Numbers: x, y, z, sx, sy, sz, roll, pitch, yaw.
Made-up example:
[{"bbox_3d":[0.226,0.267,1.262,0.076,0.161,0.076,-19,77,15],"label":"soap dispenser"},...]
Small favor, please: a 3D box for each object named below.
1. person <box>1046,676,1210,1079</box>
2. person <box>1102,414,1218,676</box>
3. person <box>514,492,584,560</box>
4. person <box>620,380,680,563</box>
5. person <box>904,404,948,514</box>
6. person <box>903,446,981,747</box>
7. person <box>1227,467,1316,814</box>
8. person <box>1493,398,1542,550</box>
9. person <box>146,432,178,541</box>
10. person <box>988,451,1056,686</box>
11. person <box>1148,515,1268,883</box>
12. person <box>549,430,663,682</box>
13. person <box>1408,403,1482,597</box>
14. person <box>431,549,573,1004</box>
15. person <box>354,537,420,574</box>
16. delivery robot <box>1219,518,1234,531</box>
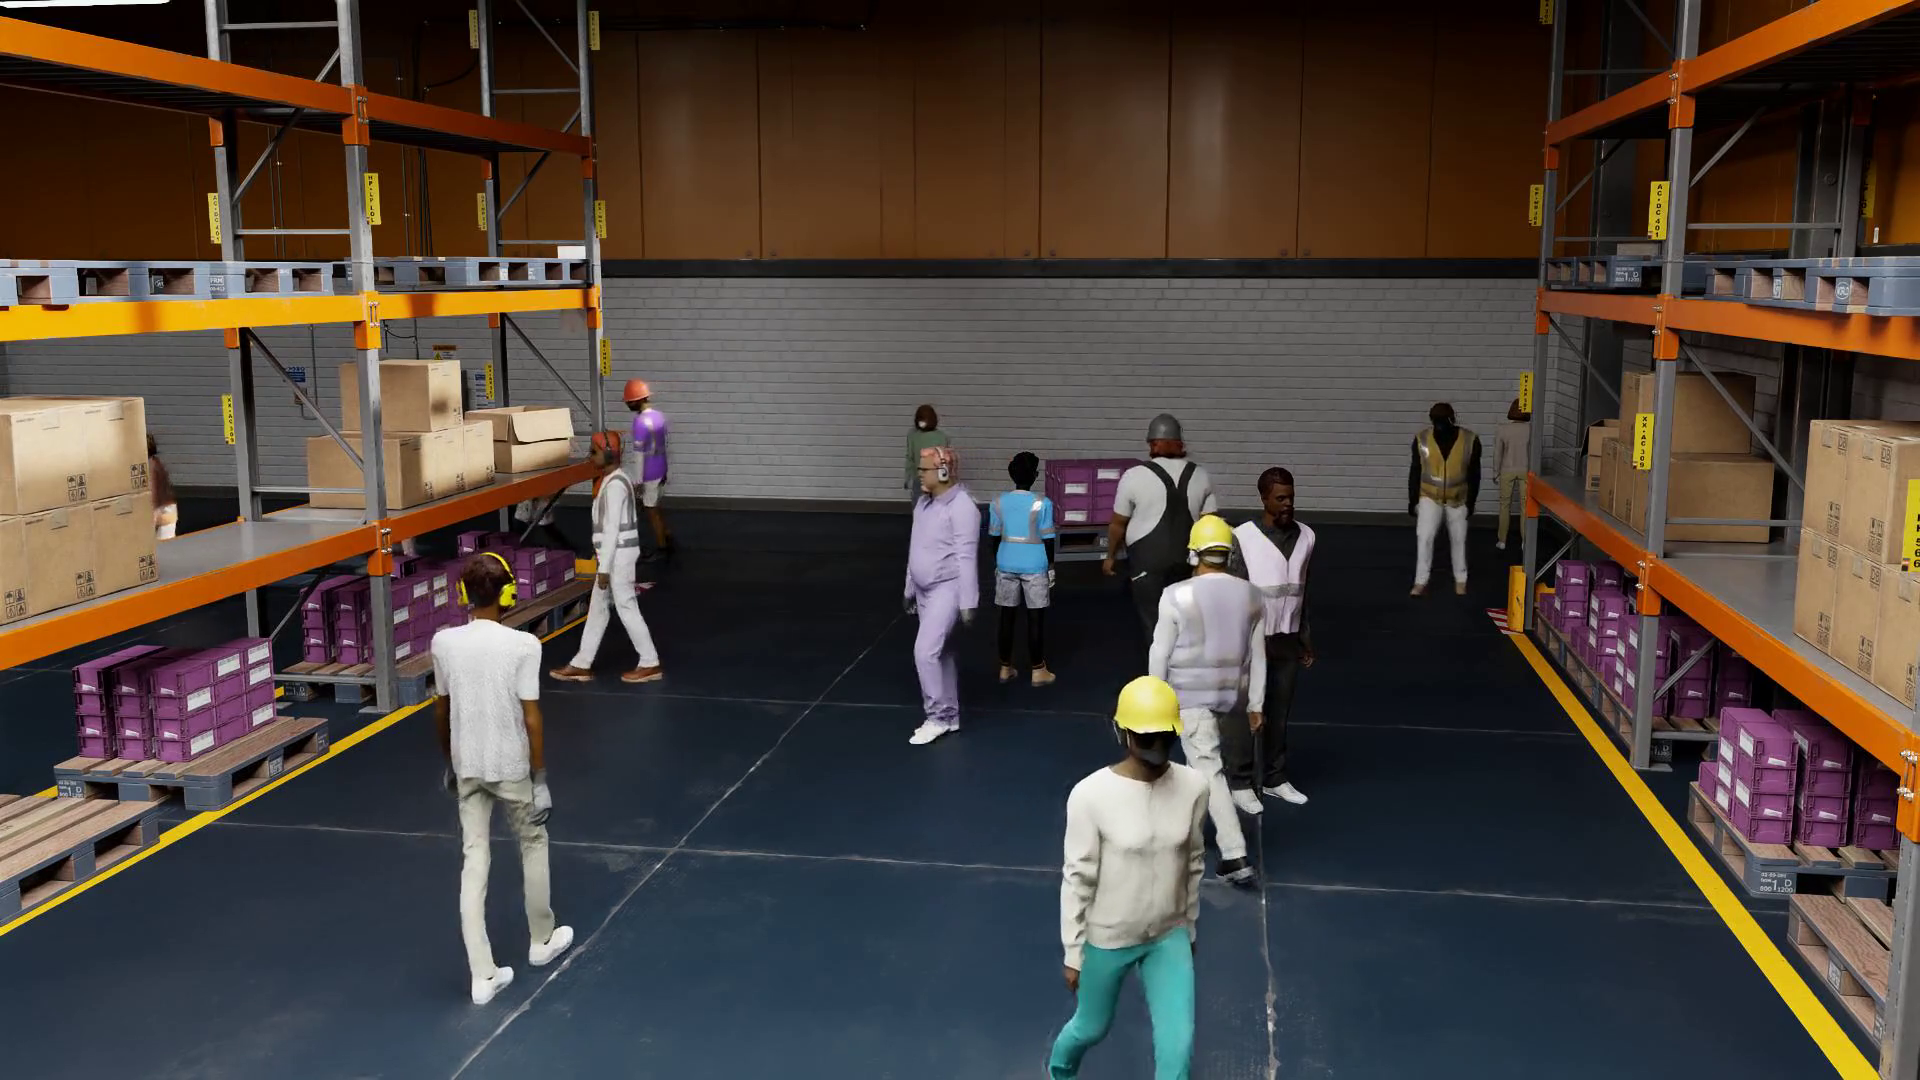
[{"bbox_3d":[0.536,1.254,5.471,0.535,1.731,0.867,-4,10,-21],"label":"person"},{"bbox_3d":[1.369,0.098,11.643,0.702,2.000,0.910,-3,10,-18],"label":"person"},{"bbox_3d":[-4.070,-0.444,16.160,0.832,1.661,0.530,-4,10,-23],"label":"person"},{"bbox_3d":[-3.189,-0.680,16.895,0.463,1.900,0.582,1,9,4],"label":"person"},{"bbox_3d":[-0.318,-0.642,17.498,0.527,1.608,0.550,6,11,31],"label":"person"},{"bbox_3d":[-0.216,0.357,10.512,0.602,1.889,0.686,-5,10,-27],"label":"person"},{"bbox_3d":[1.721,0.543,9.275,0.589,1.919,0.390,-6,11,-31],"label":"person"},{"bbox_3d":[5.967,-0.702,17.830,0.500,1.633,0.280,3,10,17],"label":"person"},{"bbox_3d":[-6.967,-0.148,14.472,0.454,1.606,0.534,-6,11,-32],"label":"person"},{"bbox_3d":[0.460,0.208,12.018,0.531,1.698,0.320,5,11,29],"label":"person"},{"bbox_3d":[1.251,0.771,8.295,0.575,1.788,0.933,-4,10,-26],"label":"person"},{"bbox_3d":[-2.553,0.135,11.997,0.813,1.851,0.603,-2,10,-15],"label":"person"},{"bbox_3d":[4.425,-0.355,15.238,0.643,1.794,0.741,3,10,17],"label":"person"},{"bbox_3d":[-1.907,0.948,7.000,0.564,1.842,0.794,2,9,10],"label":"person"},{"bbox_3d":[-5.603,-0.598,16.265,0.811,1.973,0.649,-2,9,-14],"label":"person"},{"bbox_3d":[2.571,0.025,16.374,0.477,0.478,0.707,-5,10,-28],"label":"delivery robot"}]
